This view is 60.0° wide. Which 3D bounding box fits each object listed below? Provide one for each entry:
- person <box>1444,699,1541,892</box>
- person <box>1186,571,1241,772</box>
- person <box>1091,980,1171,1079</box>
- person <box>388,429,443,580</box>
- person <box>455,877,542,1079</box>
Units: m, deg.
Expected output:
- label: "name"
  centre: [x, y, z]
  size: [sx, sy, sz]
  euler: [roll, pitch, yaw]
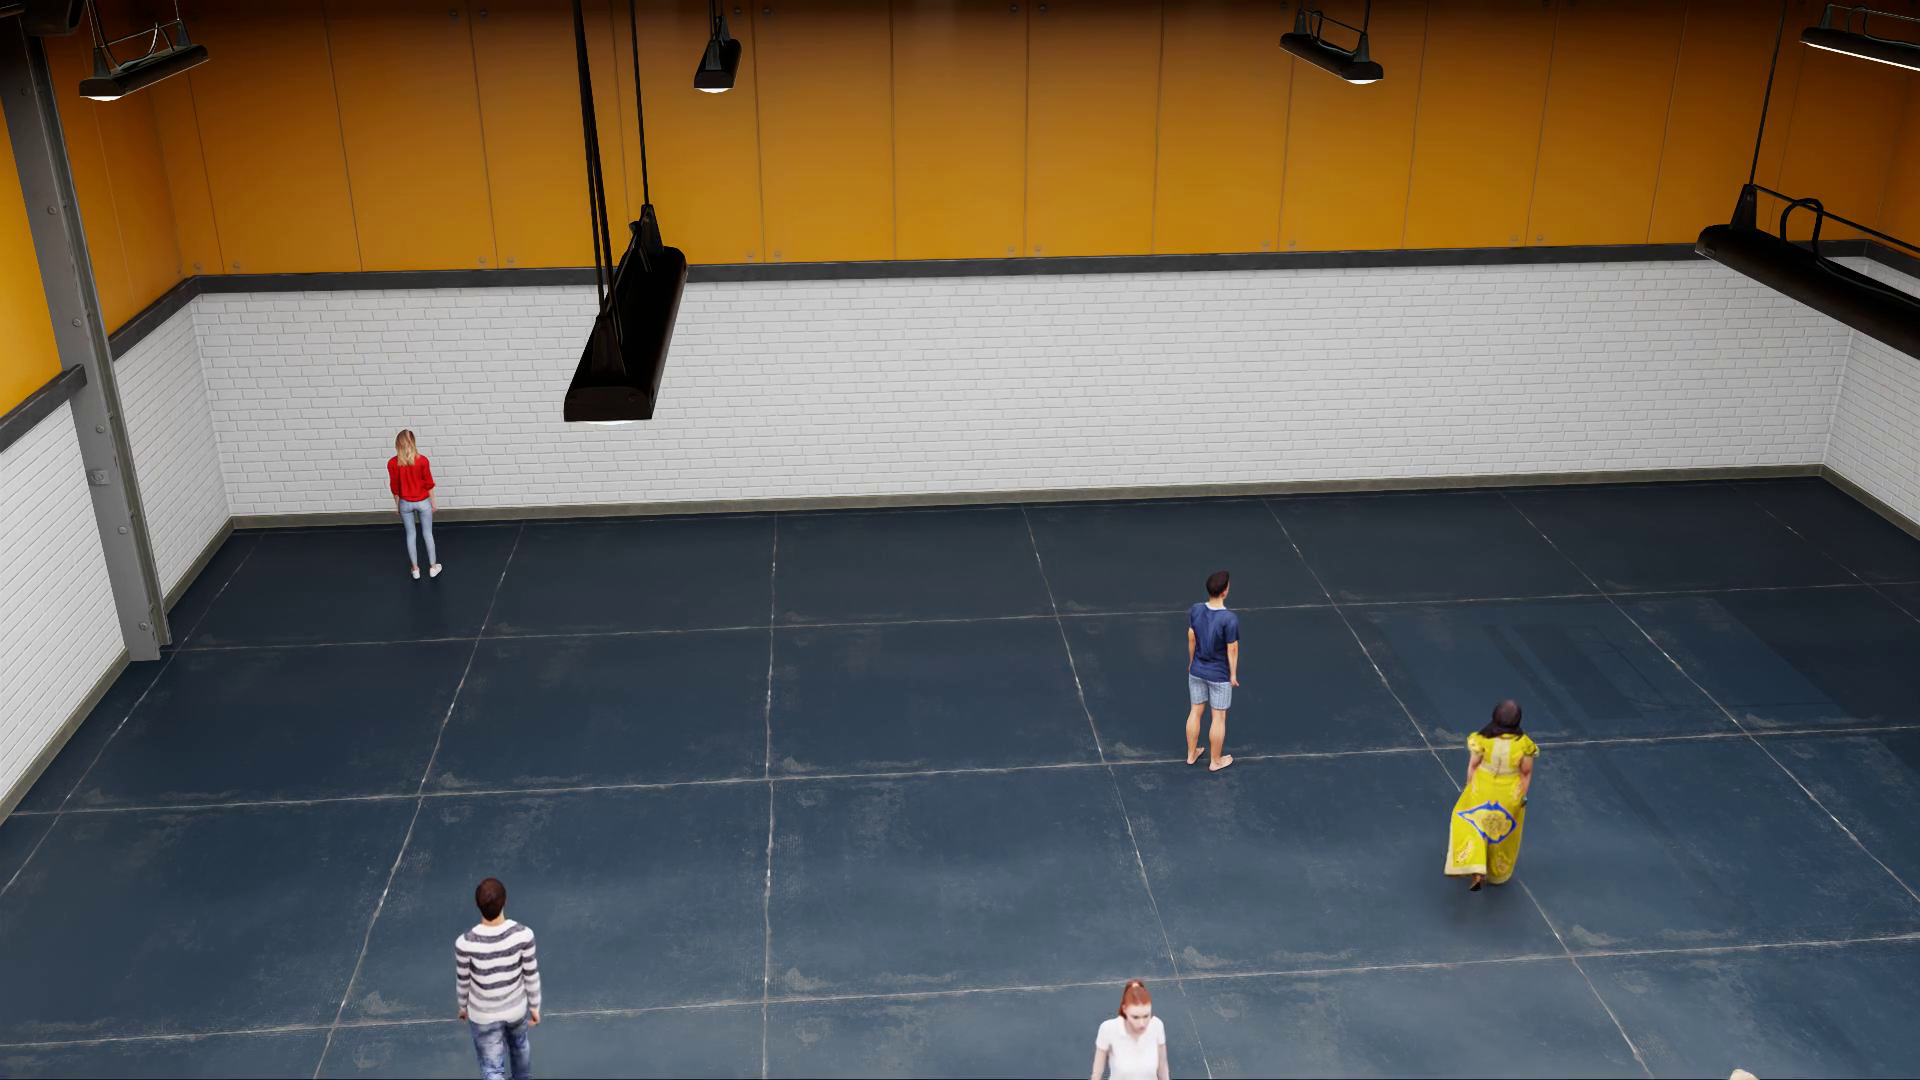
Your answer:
- label: "person"
  centre: [4.105, 2.004, 12.773]
  size: [0.963, 1.645, 1.160]
  euler: [6, 24, 13]
- label: "person"
  centre: [2.188, 1.137, 14.507]
  size: [0.702, 1.846, 0.747]
  euler: [16, 28, 32]
- label: "person"
  centre: [0.973, 3.277, 9.801]
  size: [0.712, 1.693, 1.132]
  euler: [-6, 24, -13]
- label: "person"
  centre: [-5.964, -0.395, 18.186]
  size: [0.639, 1.705, 0.541]
  euler: [-5, 24, -11]
- label: "person"
  centre: [-2.854, 2.982, 10.323]
  size: [0.912, 1.816, 1.250]
  euler: [-10, 26, -22]
